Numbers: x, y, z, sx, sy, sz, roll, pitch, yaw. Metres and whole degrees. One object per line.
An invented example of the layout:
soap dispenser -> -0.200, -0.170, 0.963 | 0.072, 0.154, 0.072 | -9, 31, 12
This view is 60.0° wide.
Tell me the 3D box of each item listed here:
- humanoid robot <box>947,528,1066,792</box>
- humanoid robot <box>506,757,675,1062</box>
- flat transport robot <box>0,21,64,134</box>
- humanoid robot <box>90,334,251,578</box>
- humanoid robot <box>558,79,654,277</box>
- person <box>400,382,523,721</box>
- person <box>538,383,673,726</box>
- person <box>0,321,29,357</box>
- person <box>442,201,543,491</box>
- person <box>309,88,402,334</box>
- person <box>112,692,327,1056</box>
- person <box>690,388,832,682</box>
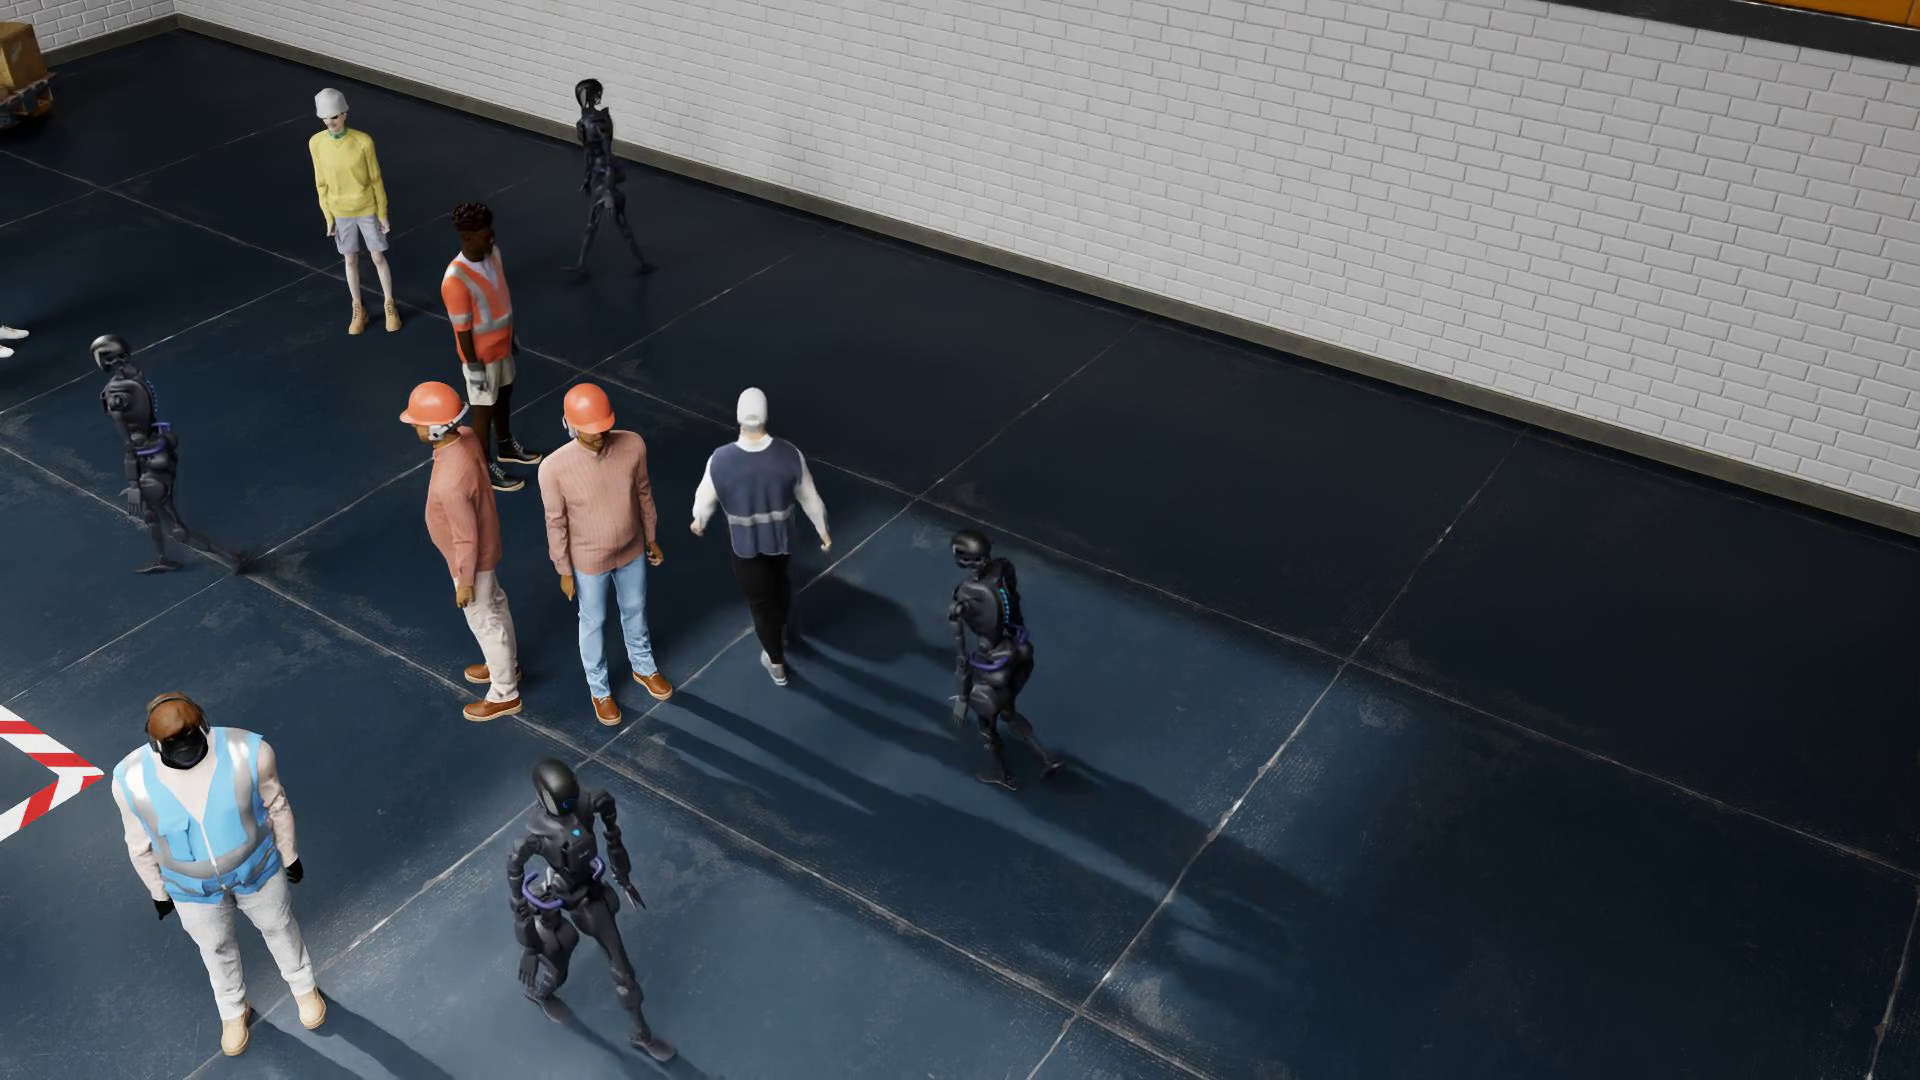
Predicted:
humanoid robot -> 0.223, 0.640, 8.139 | 0.502, 1.634, 0.605 | 19, 39, 25
humanoid robot -> -1.605, 1.522, 6.898 | 0.779, 1.627, 0.609 | 26, 43, 32
flat transport robot -> -9.487, -4.015, 16.001 | 0.659, 0.231, 1.431 | 6, 35, 8
humanoid robot -> -4.667, -0.463, 9.736 | 0.716, 1.651, 0.616 | -6, 35, -8
humanoid robot -> -2.846, -2.798, 13.065 | 0.751, 1.629, 0.602 | -17, 39, -23
person -> -2.569, 0.057, 8.679 | 0.378, 1.993, 0.619 | -6, 35, -8
person -> -1.835, 0.060, 8.675 | 0.612, 1.994, 0.379 | -26, 42, -32
person -> -7.251, -2.231, 12.053 | 0.327, 1.876, 0.515 | -3, 35, -4
person -> -2.989, -1.236, 10.563 | 0.381, 1.957, 0.600 | 6, 35, 8
person -> -4.486, -2.441, 12.339 | 0.473, 1.892, 0.394 | -5, 35, -7
person -> -3.061, 1.380, 6.919 | 0.627, 1.846, 0.429 | -15, 38, -20
person -> -1.091, -0.071, 9.088 | 0.691, 1.727, 0.690 | -13, 37, -18
